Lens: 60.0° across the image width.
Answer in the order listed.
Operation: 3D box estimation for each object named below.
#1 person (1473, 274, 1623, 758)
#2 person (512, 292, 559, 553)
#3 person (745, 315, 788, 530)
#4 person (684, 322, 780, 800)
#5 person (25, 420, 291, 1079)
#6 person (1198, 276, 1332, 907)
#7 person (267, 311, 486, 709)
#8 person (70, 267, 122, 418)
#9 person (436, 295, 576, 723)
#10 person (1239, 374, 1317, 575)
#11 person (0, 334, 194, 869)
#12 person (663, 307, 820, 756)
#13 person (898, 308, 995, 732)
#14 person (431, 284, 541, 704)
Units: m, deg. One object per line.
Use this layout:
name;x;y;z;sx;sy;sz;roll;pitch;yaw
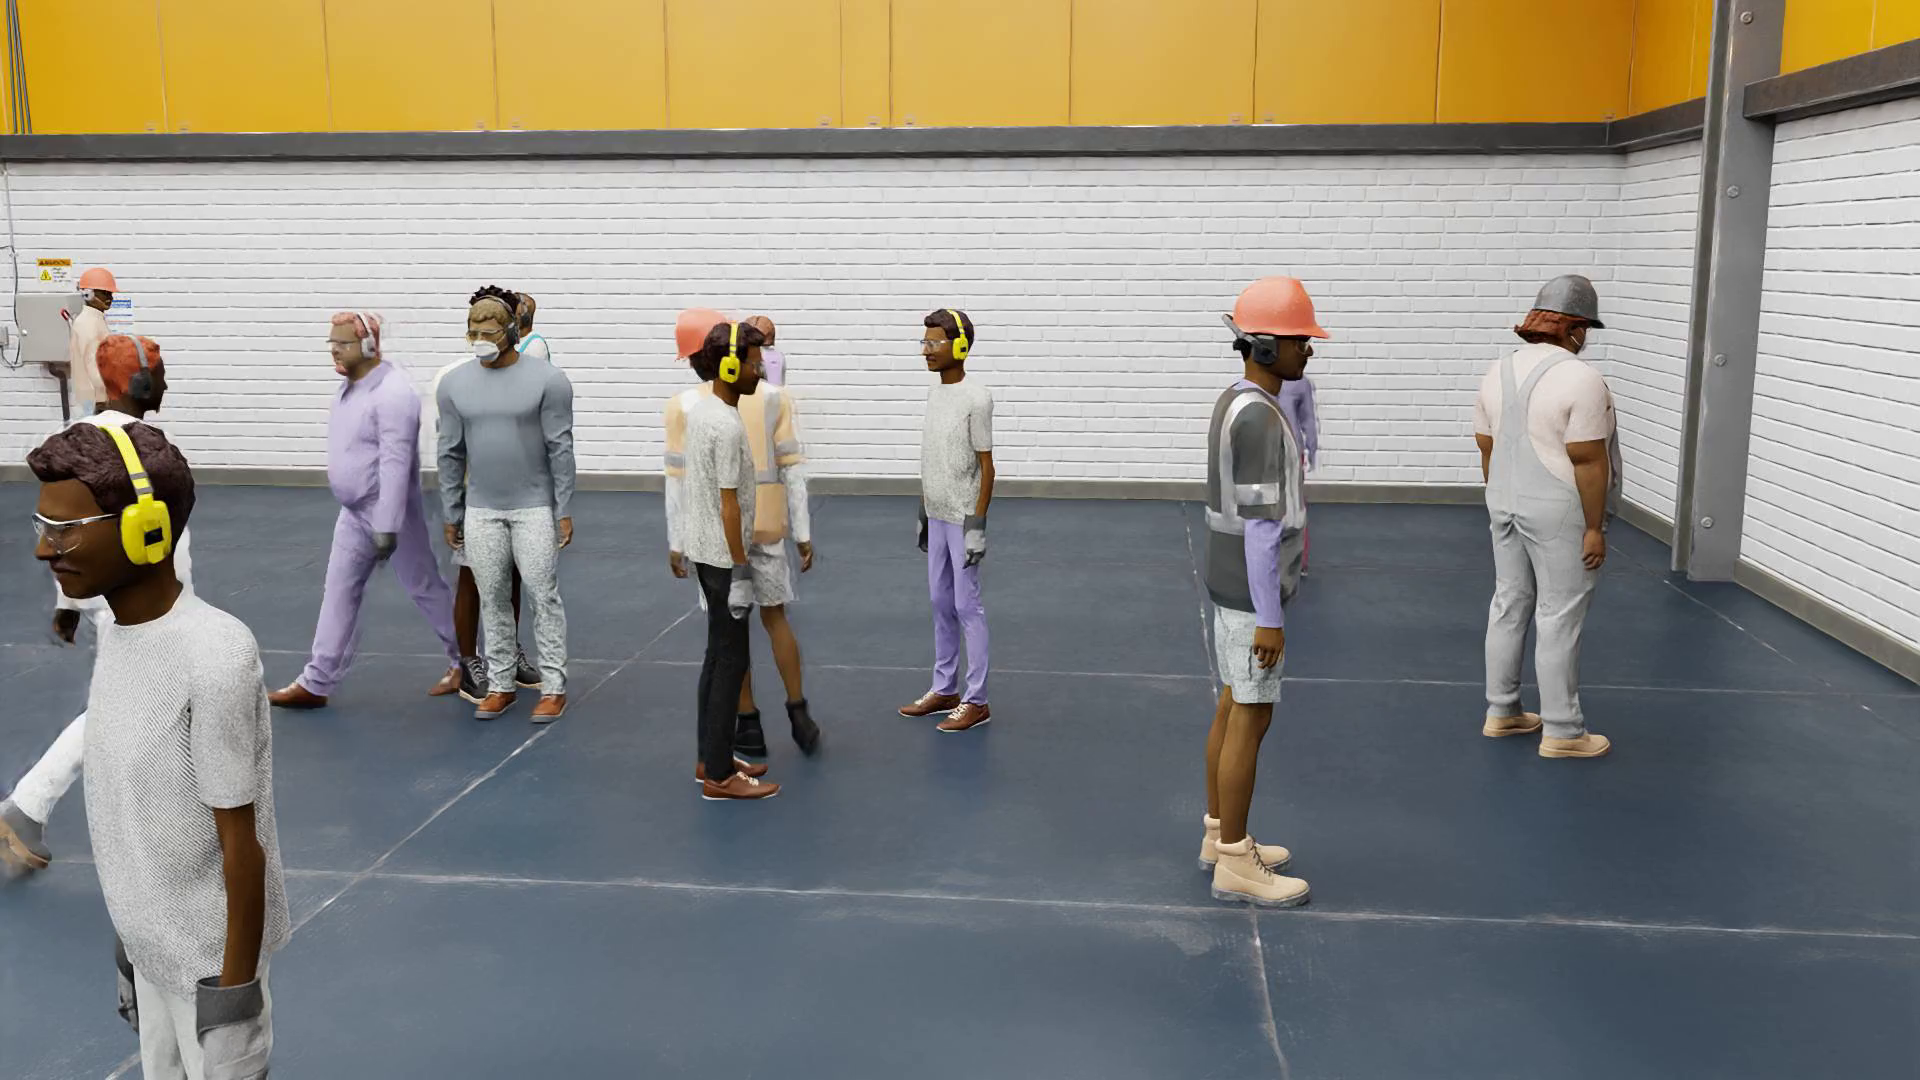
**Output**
person;2.538;-0.116;7.076;0.535;2.000;0.673;-4;11;-22
person;-3.012;-0.807;11.633;0.338;1.837;0.517;-5;11;-27
person;-1.471;-0.861;12.482;0.311;1.642;0.513;5;11;24
person;-0.894;0.088;6.450;0.332;1.857;0.528;-4;11;-20
person;-1.299;0.726;2.783;0.512;1.861;0.325;9;13;42
person;0.995;0.164;5.466;0.379;2.041;0.616;0;10;2
person;-2.717;-0.136;7.748;0.660;1.849;1.027;9;14;43
person;-6.603;-1.092;12.810;0.394;1.987;0.623;-4;11;-24
person;-2.043;-0.134;7.515;0.641;1.927;0.385;1;10;6
person;2.033;-0.526;10.707;0.534;1.588;0.443;-3;10;-16
person;-3.018;0.201;5.854;0.590;1.846;0.942;7;12;34
person;-0.958;-0.037;7.051;0.576;1.889;0.507;-4;11;-22
person;-0.045;-0.088;7.406;0.328;1.872;0.515;-7;12;-33
person;-2.206;-0.222;7.902;0.370;1.963;0.608;6;12;31
